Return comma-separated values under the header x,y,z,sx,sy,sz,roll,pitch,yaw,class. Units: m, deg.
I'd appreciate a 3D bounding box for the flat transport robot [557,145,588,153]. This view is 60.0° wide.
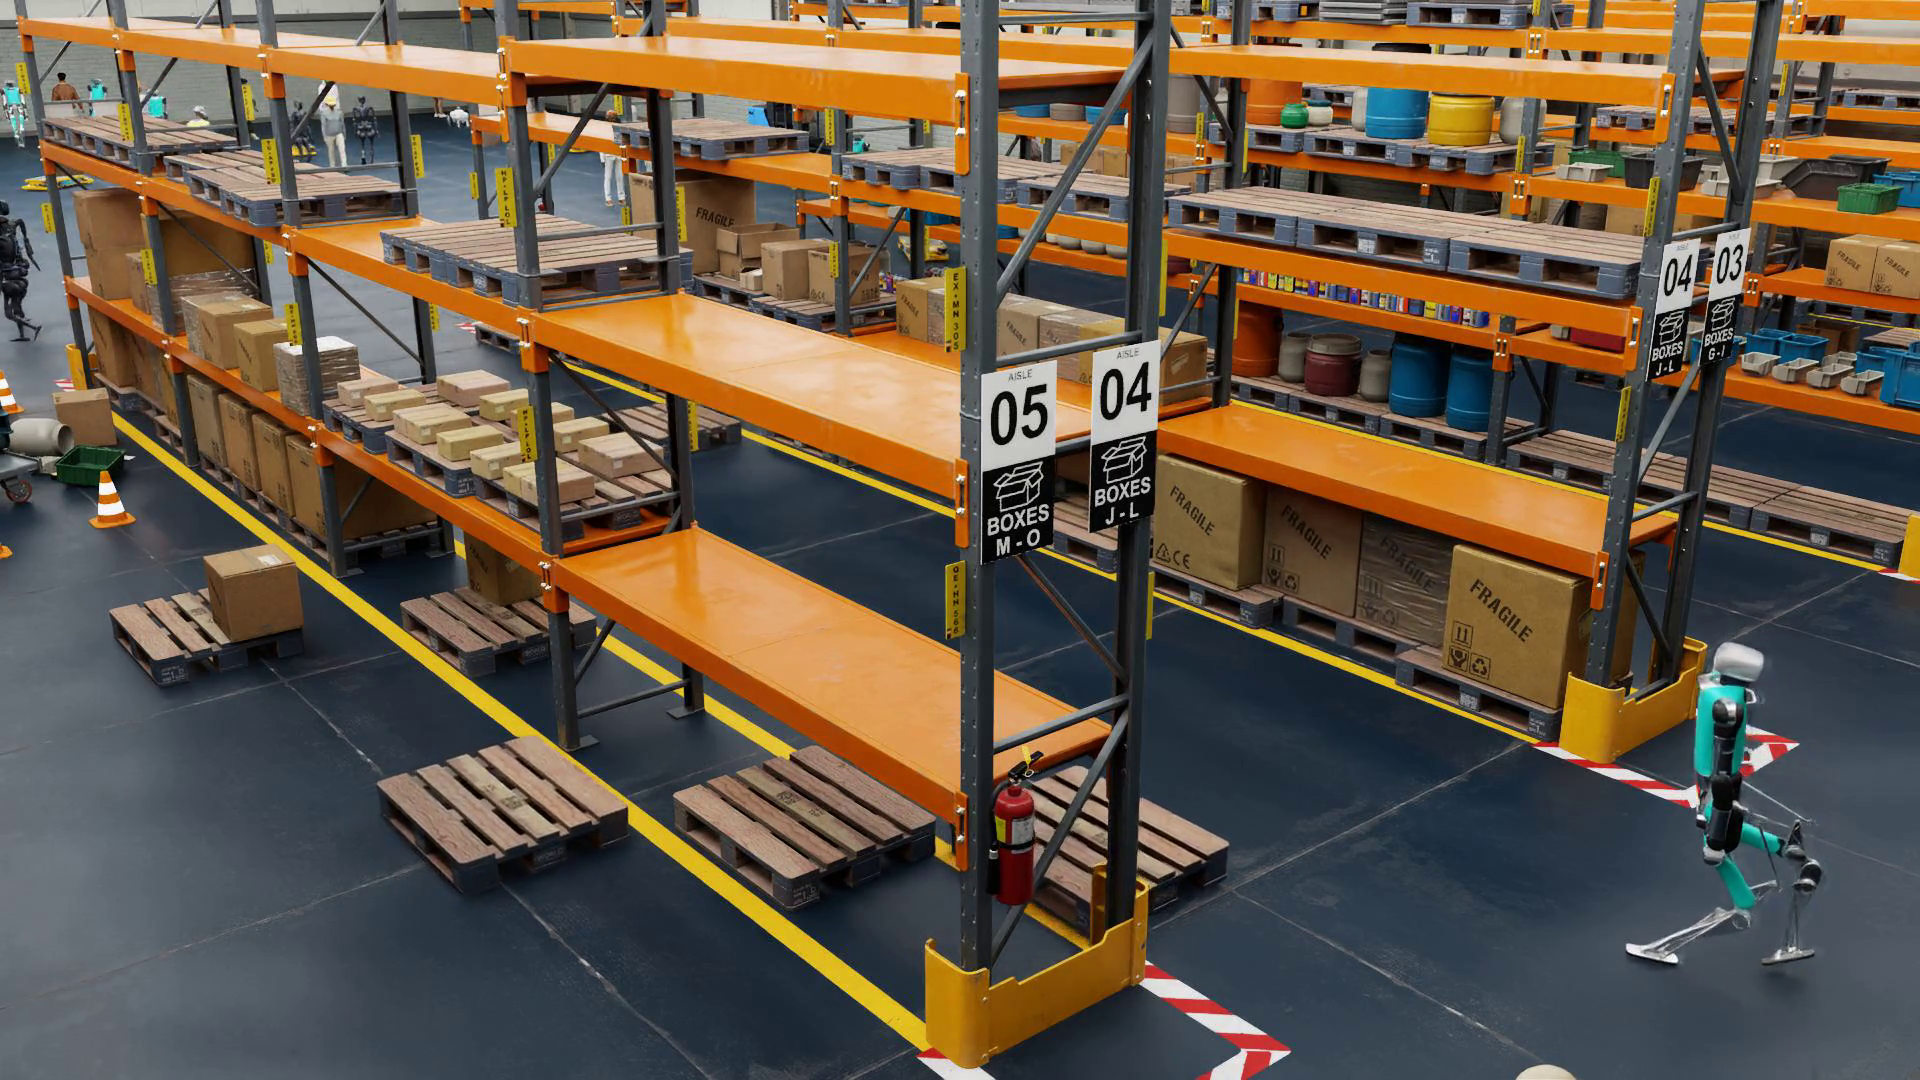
x,y,z,sx,sy,sz,roll,pitch,yaw,class
-9.624,-10.111,42.711,0.659,0.231,1.431,11,22,28,flat transport robot

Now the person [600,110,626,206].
x,y,z,sx,sy,sz,roll,pitch,yaw,class
-6.919,-7.628,33.227,0.572,1.876,0.350,-13,23,-32,person

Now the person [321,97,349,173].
x,y,z,sx,sy,sz,roll,pitch,yaw,class
-14.383,-9.305,38.231,0.549,1.712,0.922,-12,23,-31,person

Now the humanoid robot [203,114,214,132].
x,y,z,sx,sy,sz,roll,pitch,yaw,class
-15.848,-8.174,35.179,0.702,1.634,0.614,-2,19,-6,humanoid robot

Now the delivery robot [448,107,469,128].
x,y,z,sx,sy,sz,roll,pitch,yaw,class
-14.699,-12.389,48.792,0.499,0.614,0.815,-12,23,-31,delivery robot

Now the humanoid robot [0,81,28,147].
x,y,z,sx,sy,sz,roll,pitch,yaw,class
-24.195,-10.861,42.617,0.552,1.730,1.008,-8,21,-22,humanoid robot

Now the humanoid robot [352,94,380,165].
x,y,z,sx,sy,sz,roll,pitch,yaw,class
-14.116,-9.739,39.519,0.588,1.643,0.399,-3,20,-9,humanoid robot

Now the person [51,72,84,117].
x,y,z,sx,sy,sz,roll,pitch,yaw,class
-23.739,-11.477,44.206,0.785,1.854,0.391,-11,22,-28,person

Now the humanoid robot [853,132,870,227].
x,y,z,sx,sy,sz,roll,pitch,yaw,class
-2.017,-6.458,30.252,0.738,1.877,0.537,-14,24,-35,humanoid robot

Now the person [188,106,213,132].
x,y,z,sx,sy,sz,roll,pitch,yaw,class
-15.481,-7.960,34.178,0.539,1.864,0.753,5,20,14,person

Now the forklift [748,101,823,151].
x,y,z,sx,sy,sz,roll,pitch,yaw,class
-4.526,-11.368,42.374,1.129,2.768,1.873,-15,24,-37,forklift

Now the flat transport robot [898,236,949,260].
x,y,z,sx,sy,sz,roll,pitch,yaw,class
-0.623,-4.889,27.849,0.659,0.231,1.431,-3,20,-9,flat transport robot

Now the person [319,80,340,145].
x,y,z,sx,sy,sz,roll,pitch,yaw,class
-16.605,-11.366,43.877,0.508,1.879,0.766,-13,23,-33,person

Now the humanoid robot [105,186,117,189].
x,y,z,sx,sy,sz,roll,pitch,yaw,class
-12.039,-4.262,23.948,0.592,1.648,0.392,9,21,23,humanoid robot

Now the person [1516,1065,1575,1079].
x,y,z,sx,sy,sz,roll,pitch,yaw,class
1.641,2.346,4.953,0.395,1.799,0.586,-10,22,-26,person

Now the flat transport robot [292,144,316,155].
x,y,z,sx,sy,sz,roll,pitch,yaw,class
-16.746,-9.876,42.043,0.659,0.231,1.431,-10,22,-27,flat transport robot

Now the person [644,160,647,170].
x,y,z,sx,sy,sz,roll,pitch,yaw,class
-6.102,-7.597,33.353,0.464,1.731,0.324,-5,20,-13,person

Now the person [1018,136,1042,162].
x,y,z,sx,sy,sz,roll,pitch,yaw,class
1.287,-6.636,30.576,0.541,1.757,0.414,-9,21,-25,person

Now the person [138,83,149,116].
x,y,z,sx,sy,sz,roll,pitch,yaw,class
-19.324,-9.858,39.369,0.587,2.009,0.699,-11,22,-28,person

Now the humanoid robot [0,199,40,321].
x,y,z,sx,sy,sz,roll,pitch,yaw,class
-13.039,-3.846,22.821,0.705,1.655,0.600,13,23,33,humanoid robot

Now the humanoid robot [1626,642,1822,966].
x,y,z,sx,sy,sz,roll,pitch,yaw,class
3.856,1.356,7.938,1.027,1.775,0.540,6,20,17,humanoid robot

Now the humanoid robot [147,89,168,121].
x,y,z,sx,sy,sz,roll,pitch,yaw,class
-19.457,-9.975,40.137,0.849,1.784,0.530,17,26,40,humanoid robot

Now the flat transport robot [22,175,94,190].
x,y,z,sx,sy,sz,roll,pitch,yaw,class
-19.528,-7.751,35.995,0.659,0.231,1.431,4,20,11,flat transport robot

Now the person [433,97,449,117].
x,y,z,sx,sy,sz,roll,pitch,yaw,class
-16.200,-14.058,51.522,0.511,1.875,0.384,16,25,39,person

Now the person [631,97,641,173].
x,y,z,sx,sy,sz,roll,pitch,yaw,class
-7.470,-9.187,37.634,0.377,1.892,0.584,3,20,8,person

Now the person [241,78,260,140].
x,y,z,sx,sy,sz,roll,pitch,yaw,class
-19.412,-11.719,45.195,0.842,1.659,0.526,11,22,29,person

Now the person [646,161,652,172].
x,y,z,sx,sy,sz,roll,pitch,yaw,class
-5.140,-5.983,28.429,0.372,1.958,0.596,3,20,10,person

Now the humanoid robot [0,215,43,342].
x,y,z,sx,sy,sz,roll,pitch,yaw,class
-12.122,-3.358,21.376,0.531,1.639,0.612,0,19,-1,humanoid robot

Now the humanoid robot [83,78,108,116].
x,y,z,sx,sy,sz,roll,pitch,yaw,class
-22.656,-11.175,43.565,0.561,1.746,1.045,3,20,9,humanoid robot

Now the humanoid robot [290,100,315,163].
x,y,z,sx,sy,sz,roll,pitch,yaw,class
-15.091,-9.267,38.203,0.380,1.654,0.608,8,21,22,humanoid robot
